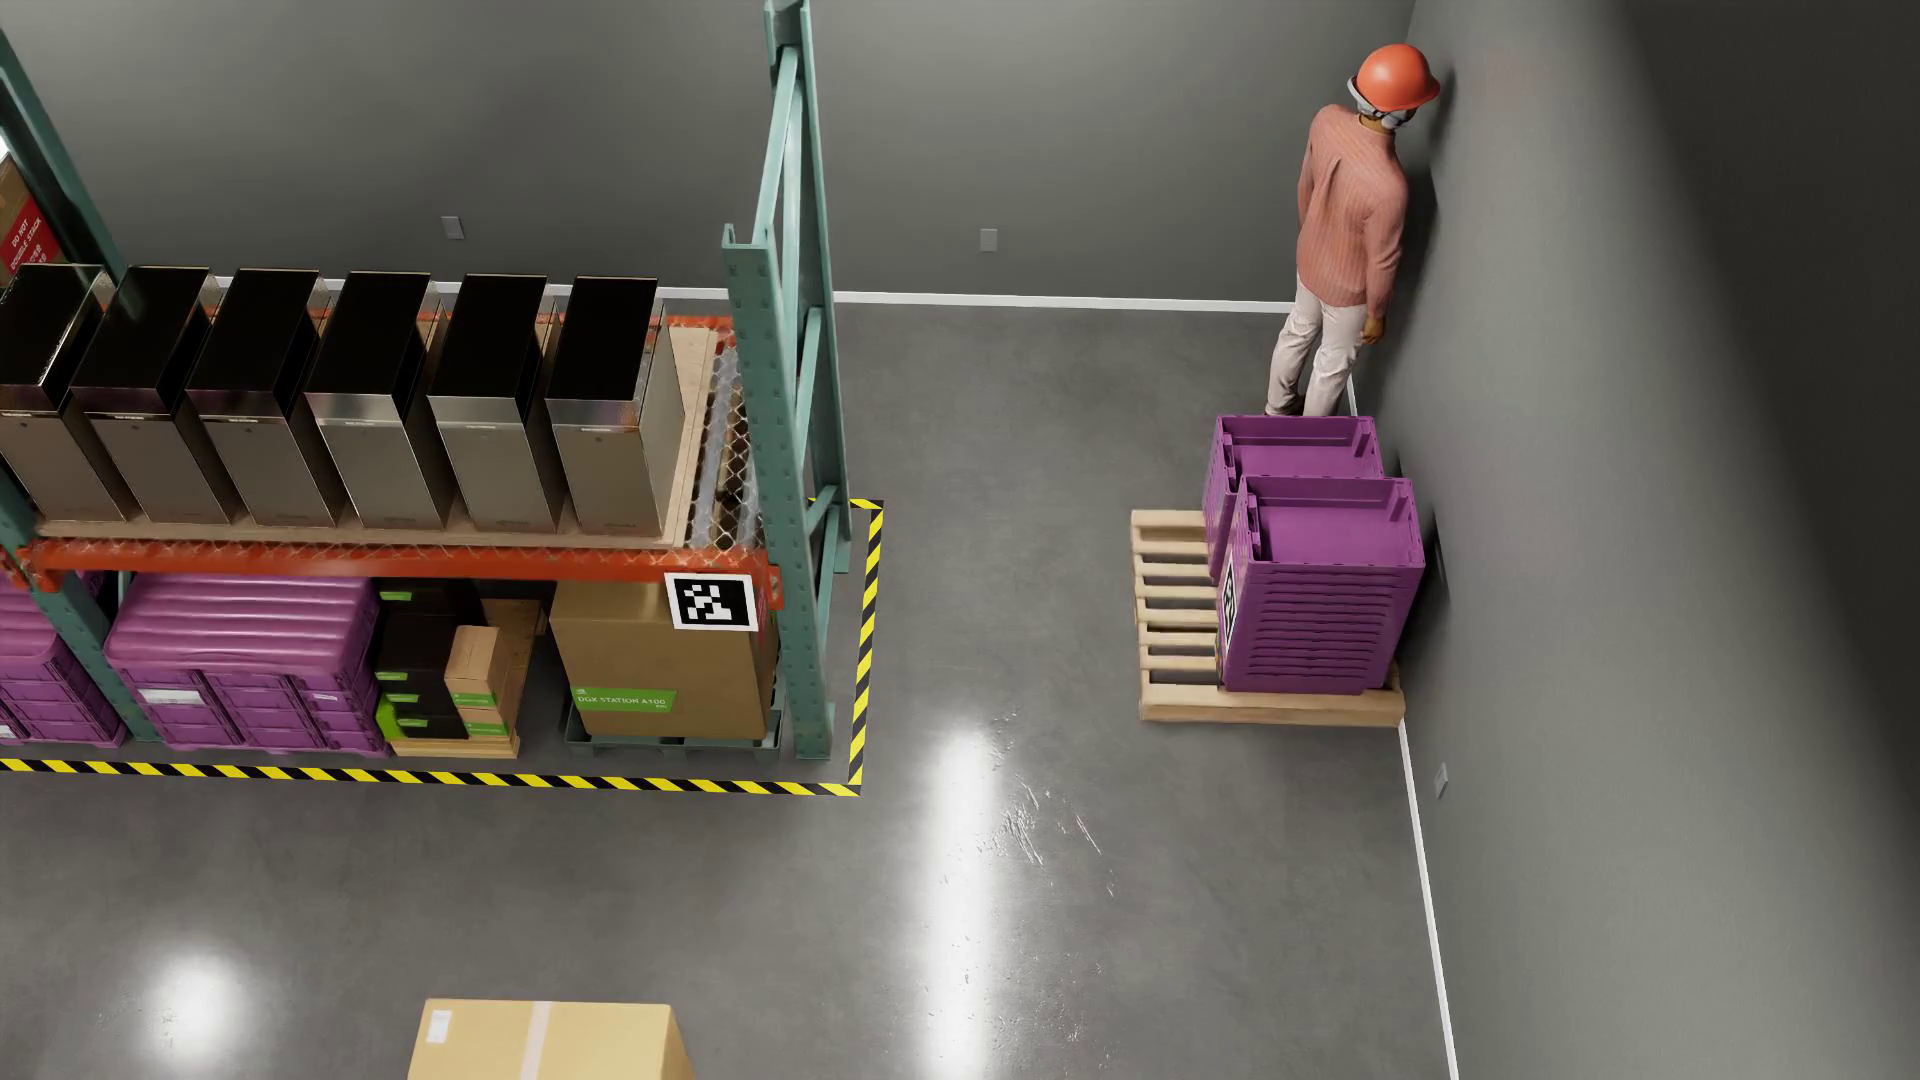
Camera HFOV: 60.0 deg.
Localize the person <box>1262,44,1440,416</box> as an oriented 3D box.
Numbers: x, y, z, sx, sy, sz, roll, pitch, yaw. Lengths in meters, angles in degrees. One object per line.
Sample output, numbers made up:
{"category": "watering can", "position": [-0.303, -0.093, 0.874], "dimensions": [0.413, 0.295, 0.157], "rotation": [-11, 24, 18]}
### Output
{"category": "person", "position": [1.506, -1.061, 6.492], "dimensions": [0.379, 1.996, 0.609], "rotation": [-17, 54, -13]}
